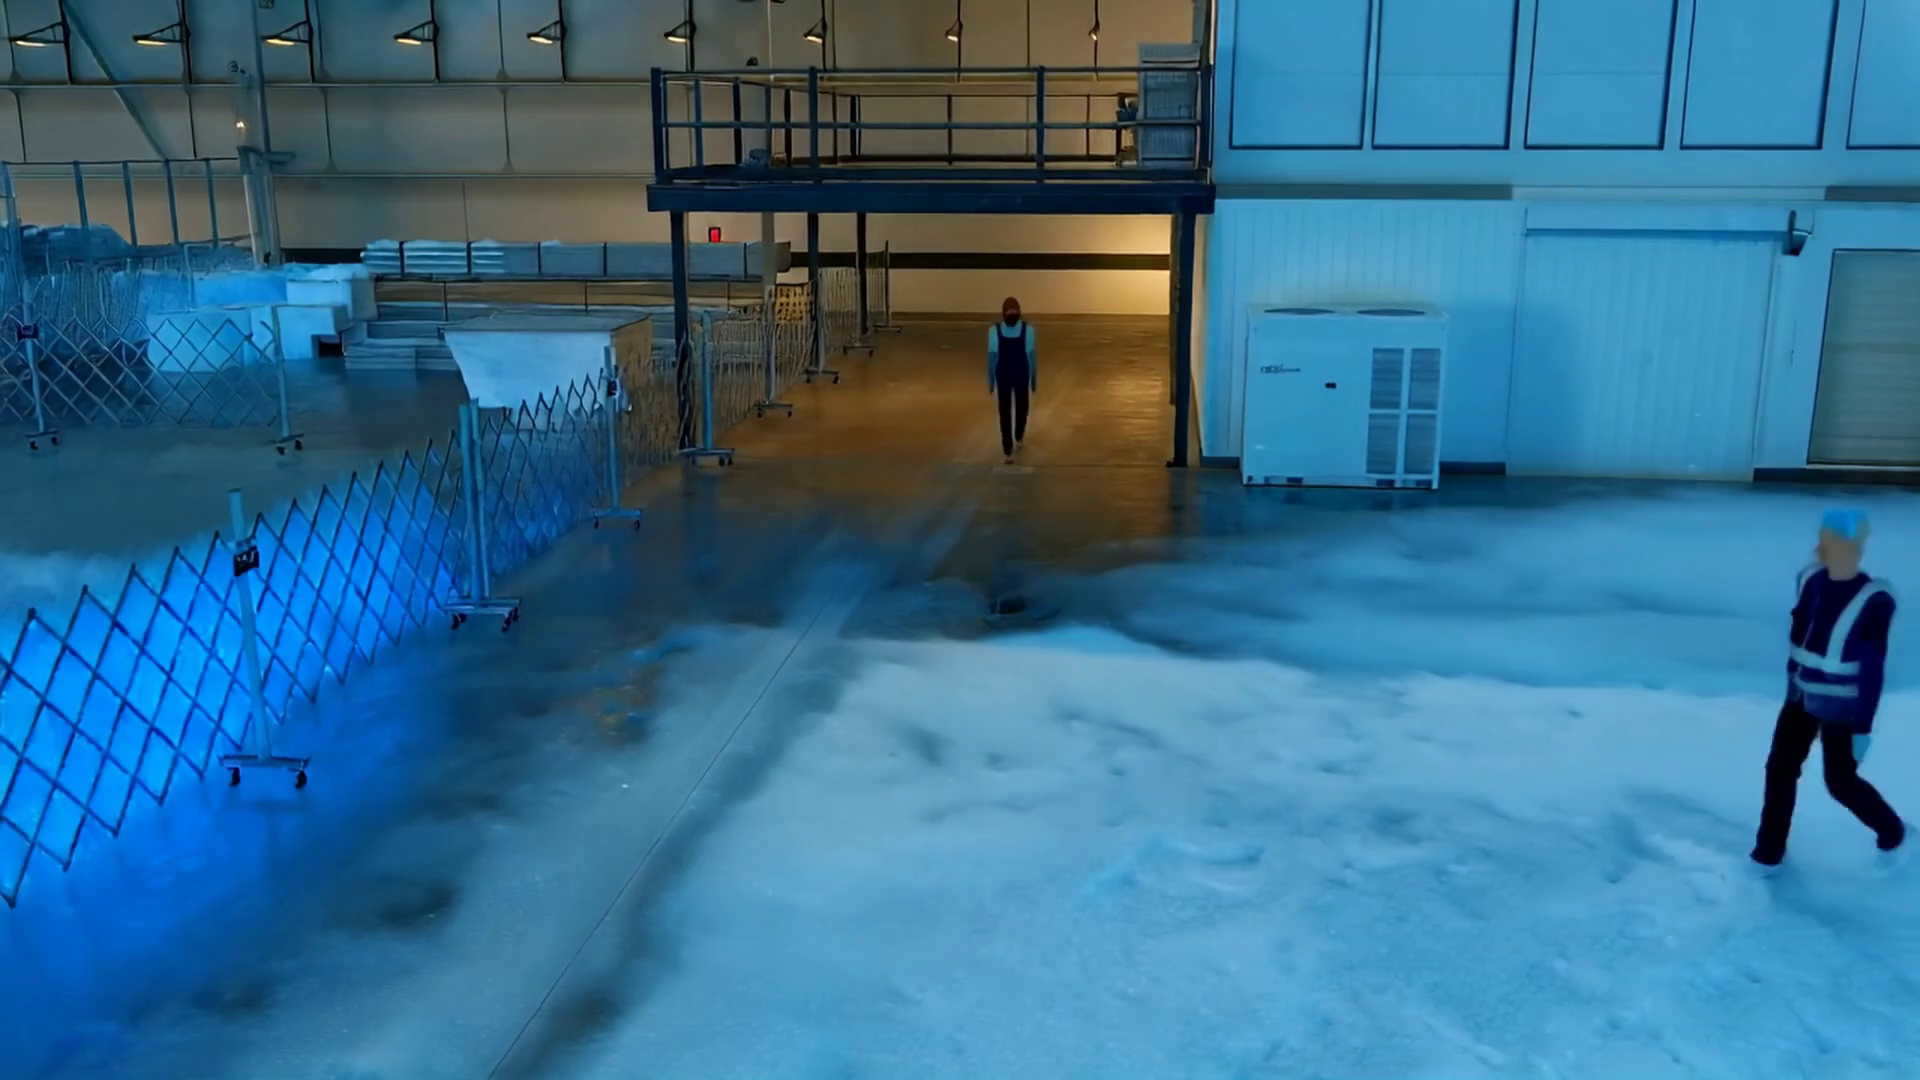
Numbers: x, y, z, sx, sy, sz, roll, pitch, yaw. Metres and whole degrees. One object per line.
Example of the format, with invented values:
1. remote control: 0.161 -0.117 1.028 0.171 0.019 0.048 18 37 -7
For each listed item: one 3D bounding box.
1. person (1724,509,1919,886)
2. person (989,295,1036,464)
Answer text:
1. person: 4.157 0.757 7.844 0.860 1.858 0.583 -3 14 -10
2. person: 0.573 -1.775 18.248 0.525 1.826 0.639 0 14 1
